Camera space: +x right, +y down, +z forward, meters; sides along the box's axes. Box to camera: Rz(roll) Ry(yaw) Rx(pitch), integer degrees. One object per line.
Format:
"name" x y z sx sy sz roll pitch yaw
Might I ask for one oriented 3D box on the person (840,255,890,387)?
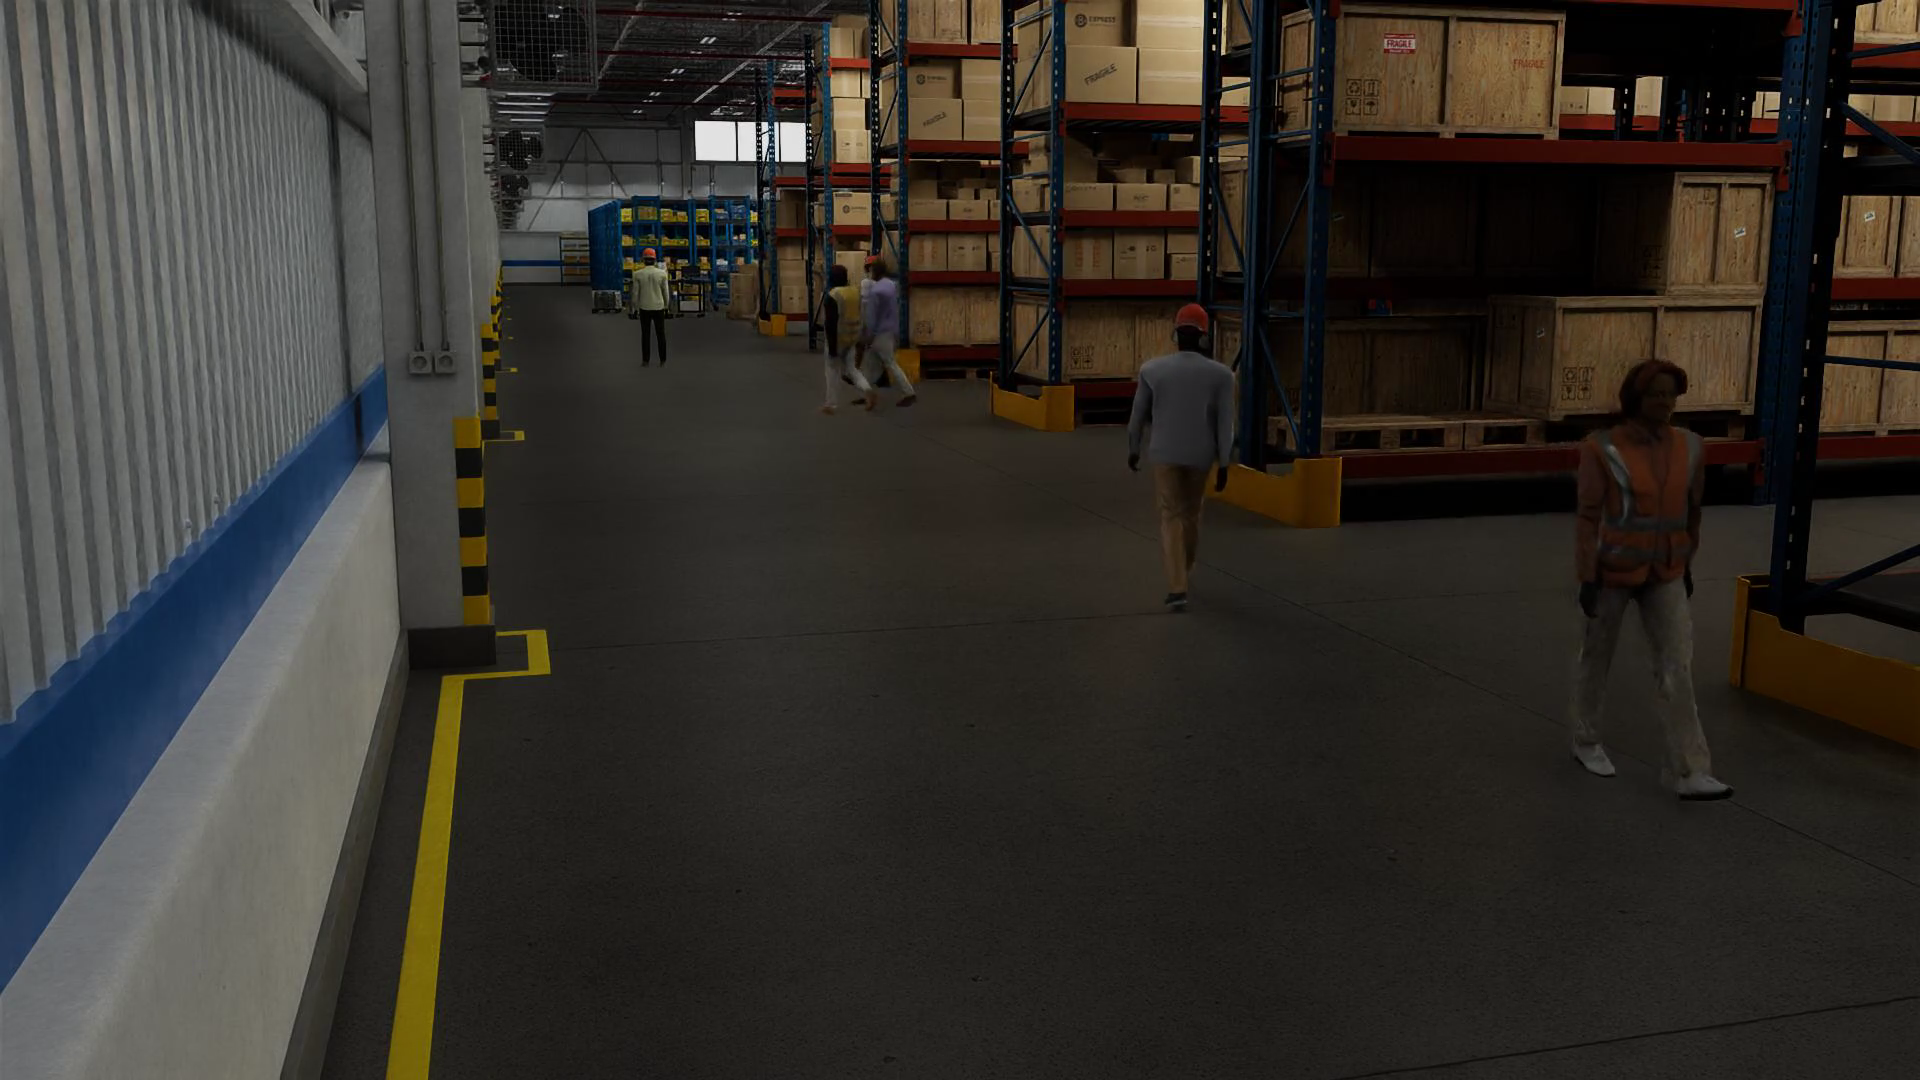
"person" -1.328 -3.156 24.053 0.954 1.884 0.574 9 13 40

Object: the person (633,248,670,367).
"person" -5.197 -3.905 27.993 0.609 1.996 0.379 -3 11 -18

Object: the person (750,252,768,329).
"person" -4.646 -5.991 39.900 0.787 1.973 0.625 -4 11 -20

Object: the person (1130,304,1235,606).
"person" 1.269 -0.492 9.515 0.564 1.703 0.934 0 10 -2

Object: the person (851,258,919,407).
"person" -0.944 -2.612 21.040 0.965 1.896 0.646 3 10 15

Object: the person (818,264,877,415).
"person" -1.377 -2.392 19.926 0.703 1.818 0.629 8 13 37

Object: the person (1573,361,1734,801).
"person" 2.519 0.155 6.080 0.544 1.597 0.836 -1 10 -7
